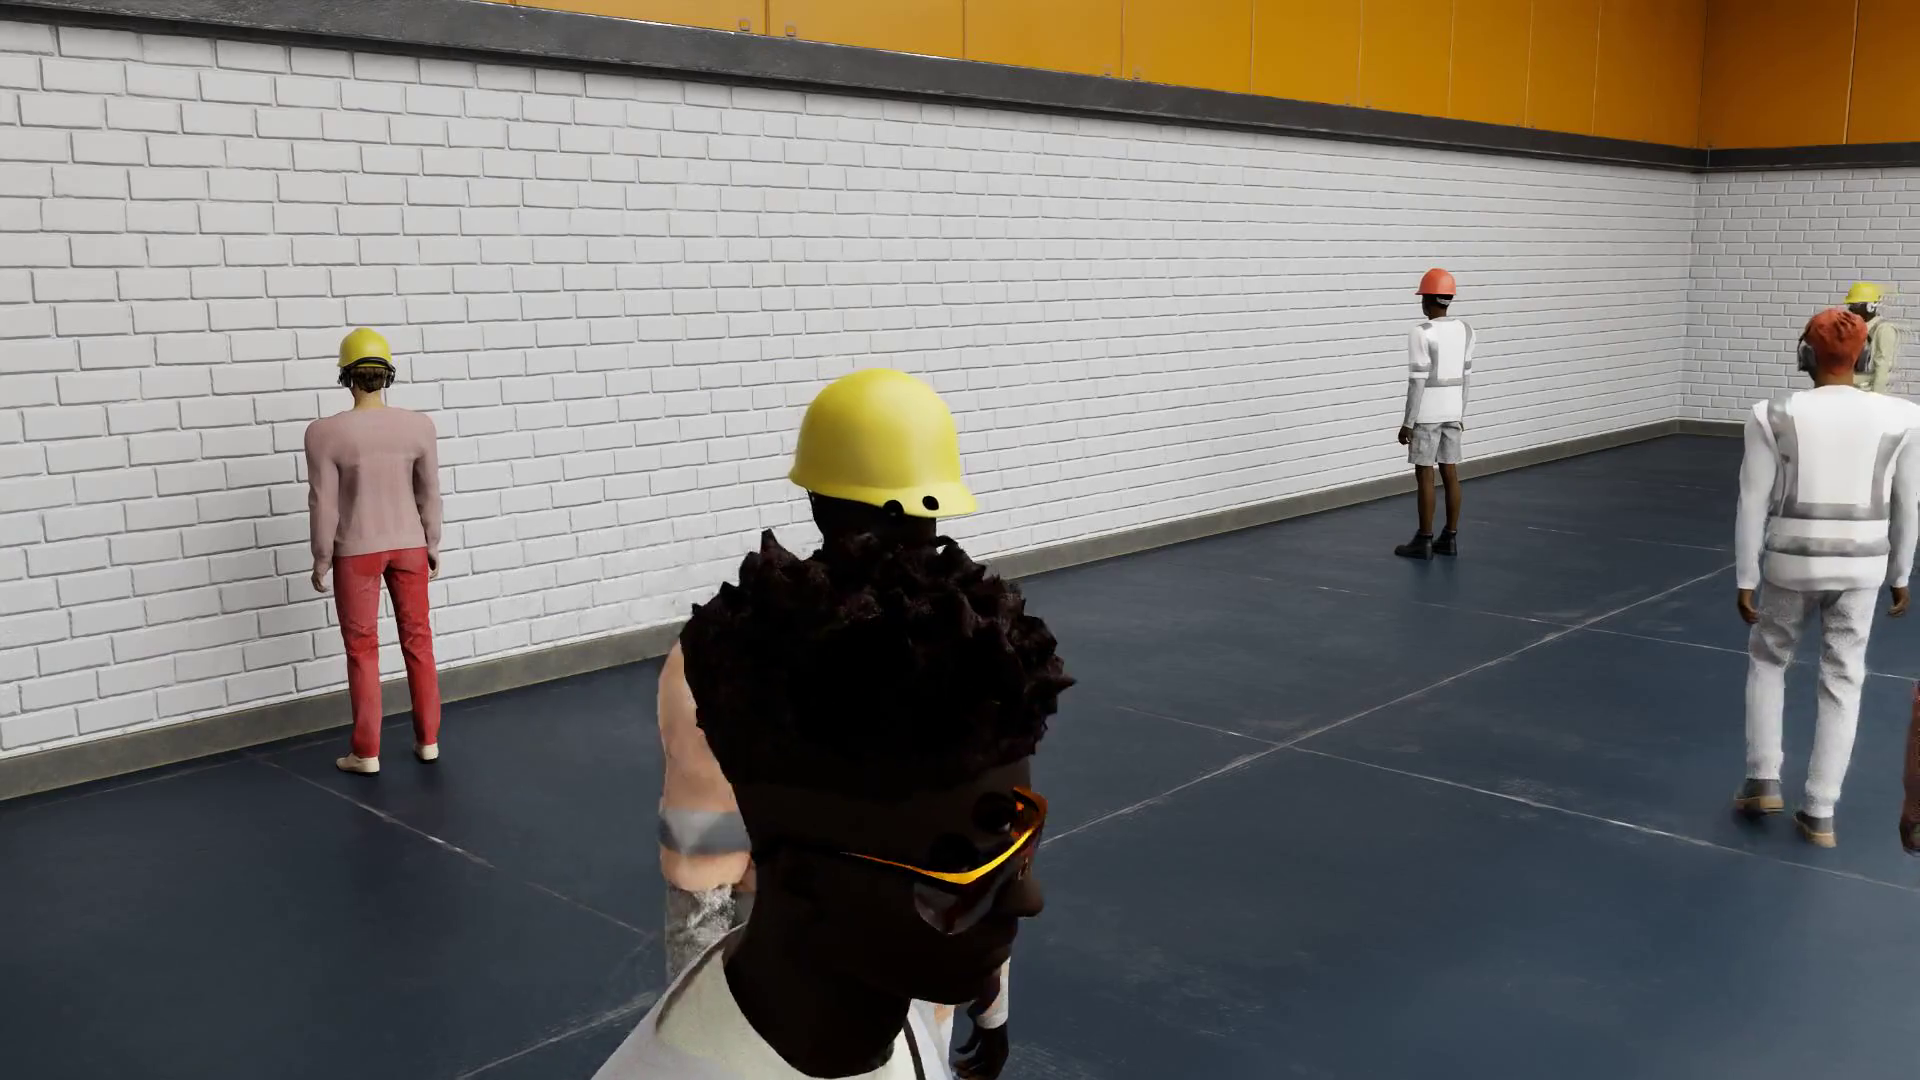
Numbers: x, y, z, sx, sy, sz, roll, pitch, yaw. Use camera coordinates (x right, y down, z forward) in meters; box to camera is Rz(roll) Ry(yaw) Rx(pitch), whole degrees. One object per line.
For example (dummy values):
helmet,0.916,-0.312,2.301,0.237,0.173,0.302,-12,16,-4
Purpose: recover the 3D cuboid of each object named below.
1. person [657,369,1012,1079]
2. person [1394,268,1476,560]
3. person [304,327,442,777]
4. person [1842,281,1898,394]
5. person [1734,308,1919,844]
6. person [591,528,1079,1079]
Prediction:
person,-0.154,0.699,2.490,0.598,1.912,0.437,-7,12,-34
person,3.163,-0.837,11.135,0.542,1.939,0.362,-6,11,-29
person,-2.306,0.050,6.579,0.530,1.768,0.312,-8,13,-39
person,7.606,-1.256,13.906,0.755,1.805,0.592,-2,10,-11
person,3.049,0.122,5.887,0.595,1.868,0.539,4,11,20
person,-0.245,0.915,1.289,1.052,1.910,0.611,2,10,14
